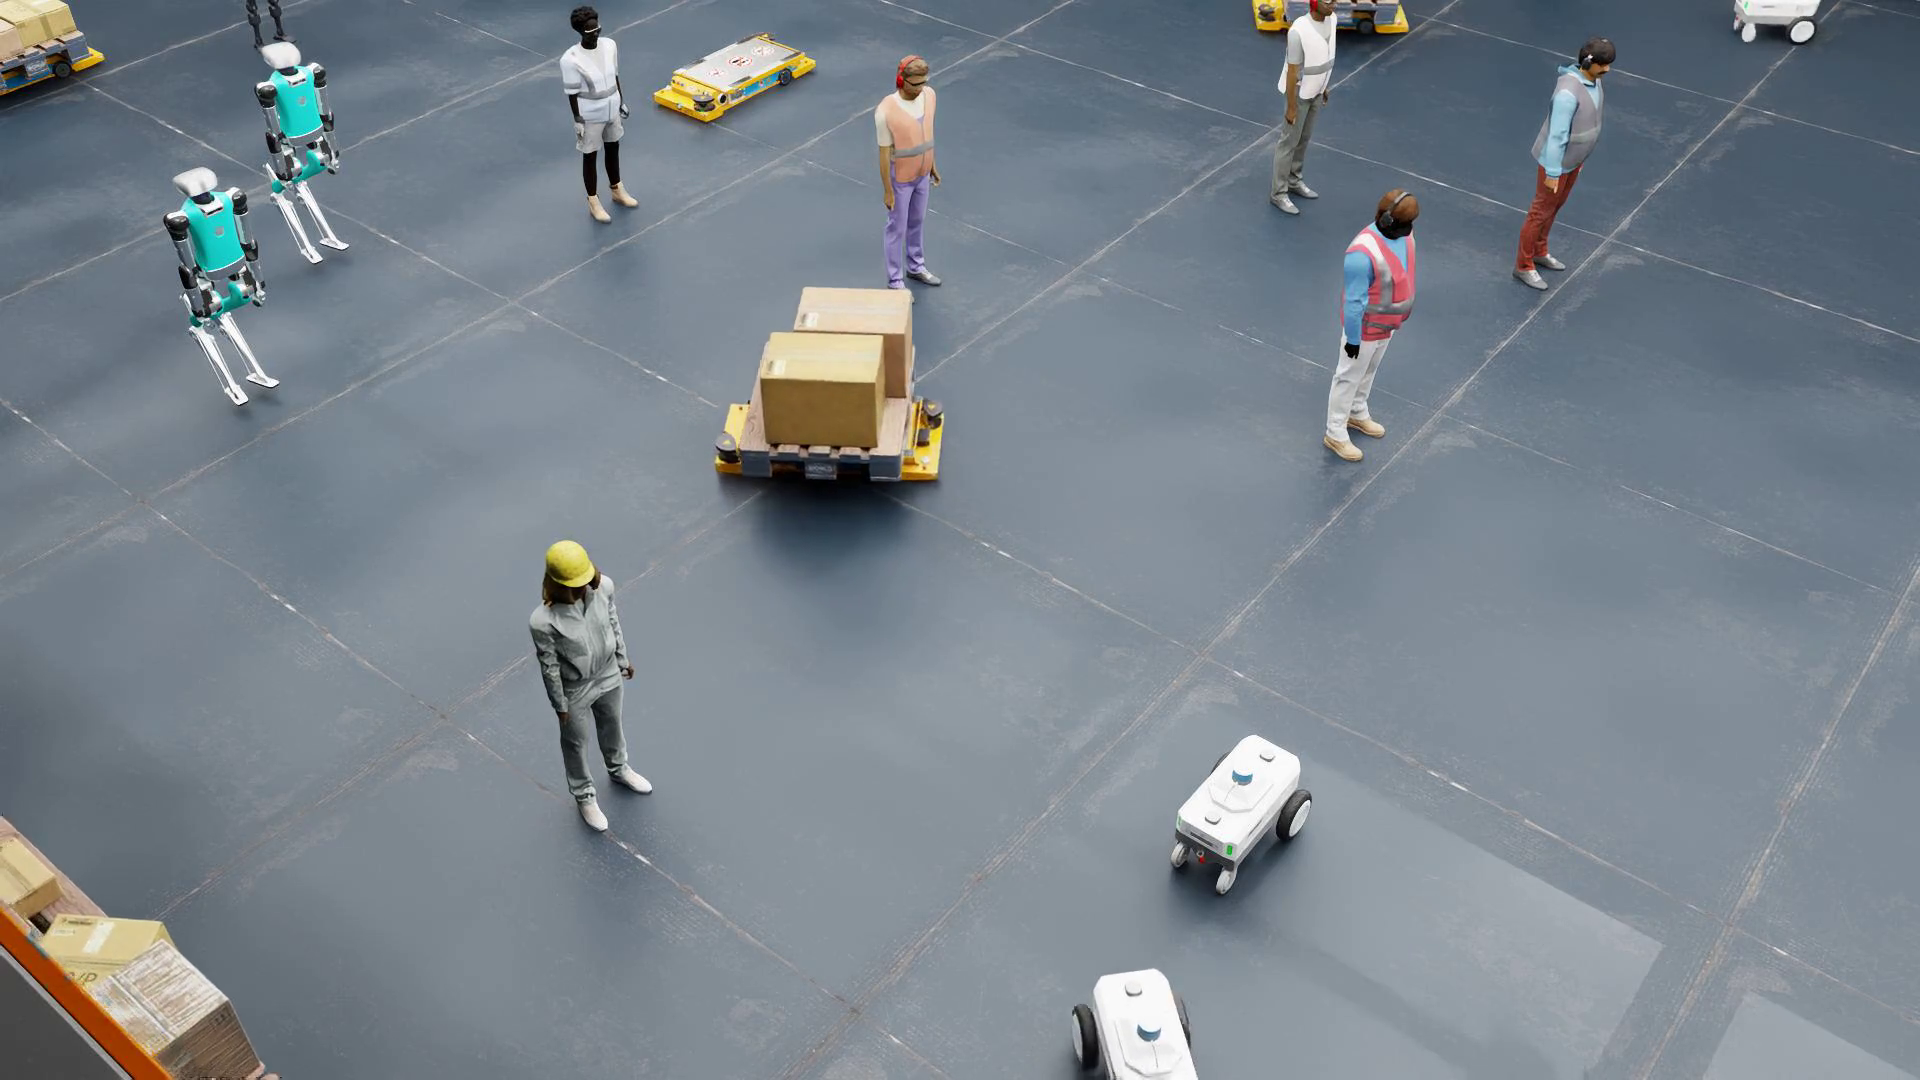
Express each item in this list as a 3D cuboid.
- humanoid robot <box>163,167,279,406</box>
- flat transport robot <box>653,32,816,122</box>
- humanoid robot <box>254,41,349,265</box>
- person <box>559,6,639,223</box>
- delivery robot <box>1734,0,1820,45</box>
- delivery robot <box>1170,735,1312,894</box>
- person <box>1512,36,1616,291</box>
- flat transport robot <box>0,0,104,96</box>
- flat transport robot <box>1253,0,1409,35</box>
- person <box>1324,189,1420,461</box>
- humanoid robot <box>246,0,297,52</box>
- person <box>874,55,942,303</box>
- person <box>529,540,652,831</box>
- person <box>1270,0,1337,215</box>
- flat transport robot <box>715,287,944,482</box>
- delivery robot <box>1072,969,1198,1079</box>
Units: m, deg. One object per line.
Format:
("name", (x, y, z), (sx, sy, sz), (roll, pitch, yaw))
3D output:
("humanoid robot", (-4.886, -1.700, 10.842), (0.735, 1.676, 0.533), (27, 47, 28))
("flat transport robot", (-2.024, -4.187, 15.003), (0.659, 0.231, 1.431), (27, 47, 28))
("humanoid robot", (-4.919, -2.879, 12.232), (0.735, 1.672, 0.533), (27, 47, 28))
("person", (-2.793, -3.303, 12.860), (0.319, 1.697, 0.532), (28, 48, 29))
("delivery robot", (7.759, -5.039, 15.793), (0.776, 0.604, 0.505), (2, 40, 3))
("delivery robot", (1.383, 1.322, 8.280), (0.499, 0.566, 0.739), (27, 47, 28))
("person", (4.367, -2.755, 12.078), (0.412, 1.877, 0.533), (28, 48, 29))
("flat transport robot", (-8.634, -4.281, 15.114), (0.659, 0.231, 1.431), (27, 47, 28))
("flat transport robot", (3.588, -5.141, 16.126), (1.431, 0.231, 0.659), (2, 40, 3))
("person", (2.609, -1.372, 10.483), (0.429, 1.838, 0.620), (28, 48, 29))
("humanoid robot", (-6.474, -5.339, 15.264), (0.315, 1.653, 0.599), (27, 47, 28))
("person", (-0.374, -2.606, 11.933), (0.390, 1.837, 0.562), (28, 48, 29))
("person", (-1.803, 0.687, 8.130), (0.293, 1.744, 0.484), (28, 48, 29))
("person", (2.681, -3.469, 12.941), (0.390, 1.847, 0.562), (28, 48, 29))
("flat transport robot", (-0.840, -0.679, 10.876), (1.431, 0.231, 0.659), (2, 40, 3))
("delivery robot", (0.798, 2.244, 7.226), (0.499, 0.606, 0.794), (-6, 41, -7))
